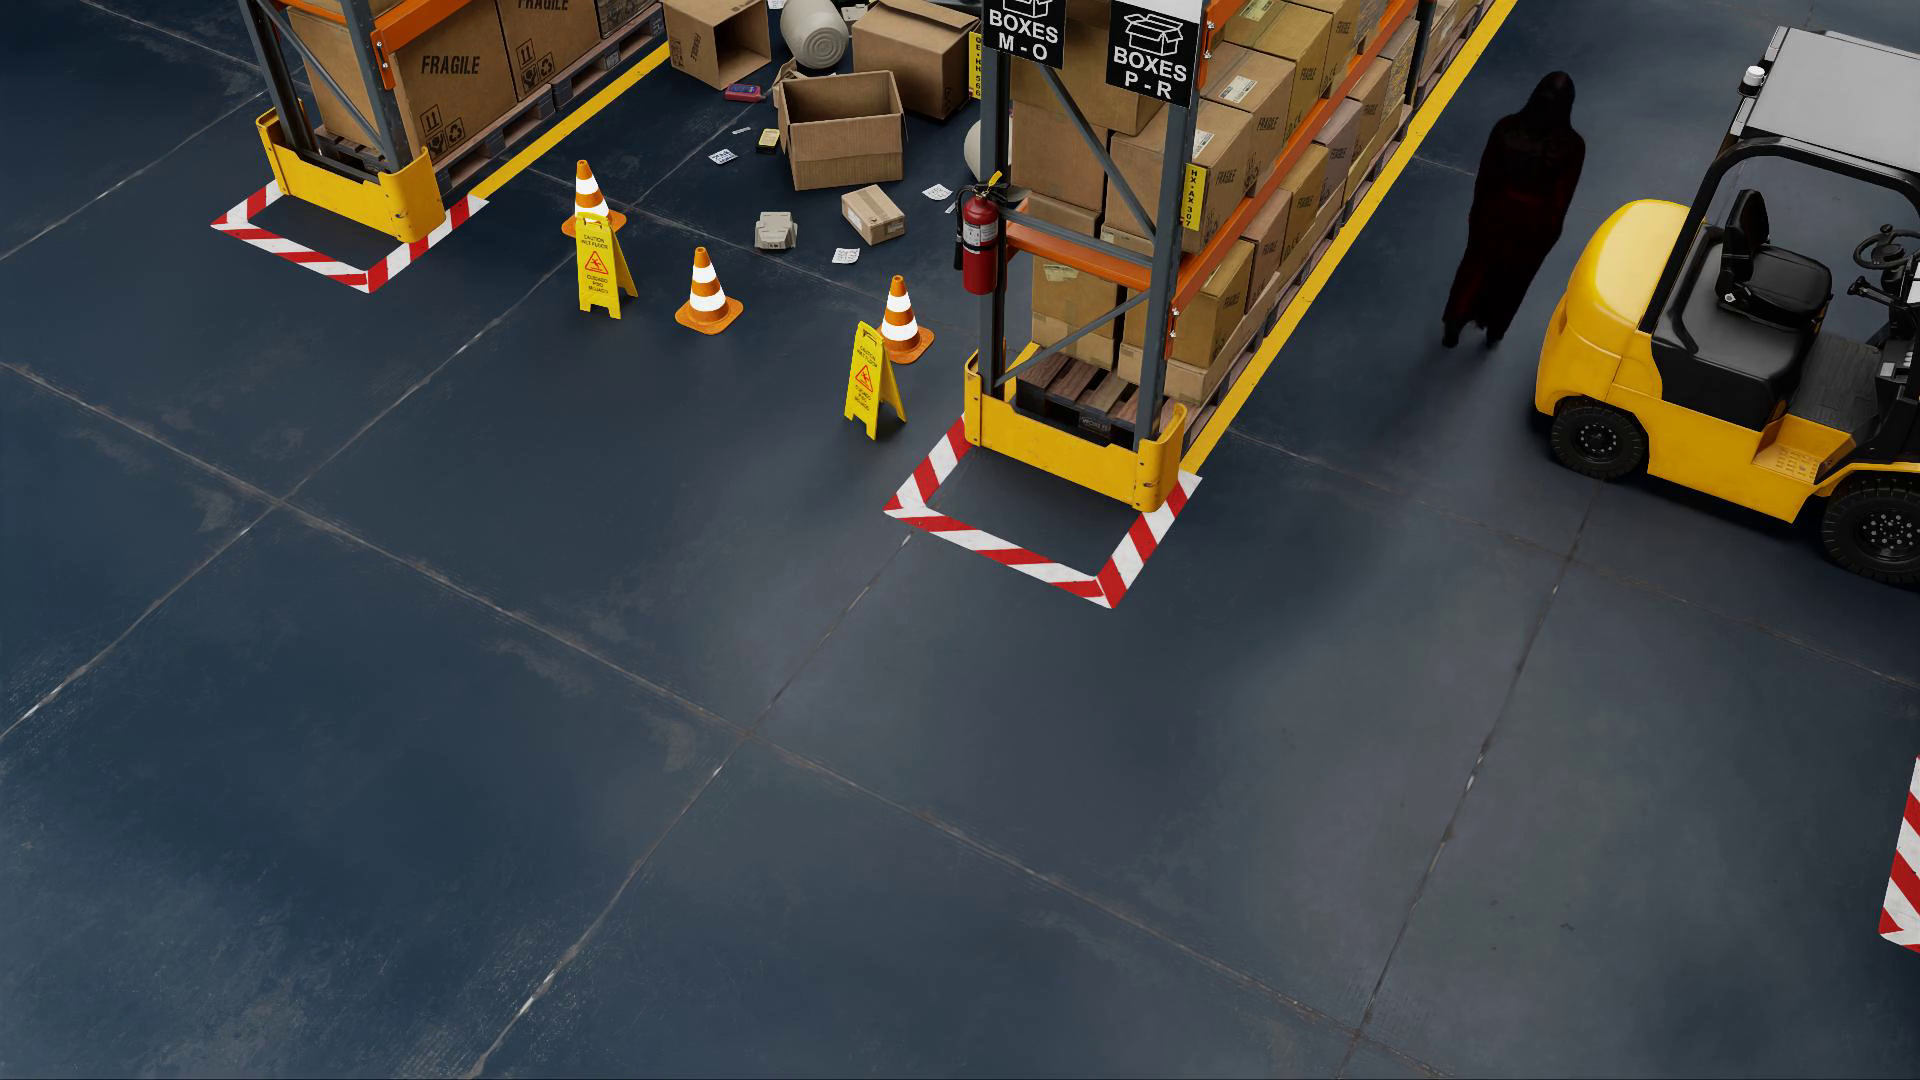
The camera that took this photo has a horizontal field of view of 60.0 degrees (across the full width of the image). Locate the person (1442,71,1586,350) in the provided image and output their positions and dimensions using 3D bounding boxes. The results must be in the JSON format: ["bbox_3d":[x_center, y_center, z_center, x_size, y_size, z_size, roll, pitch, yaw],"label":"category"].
[{"bbox_3d":[2.957,-1.670,8.925,0.647,1.747,0.784,24,52,20],"label":"person"}]
